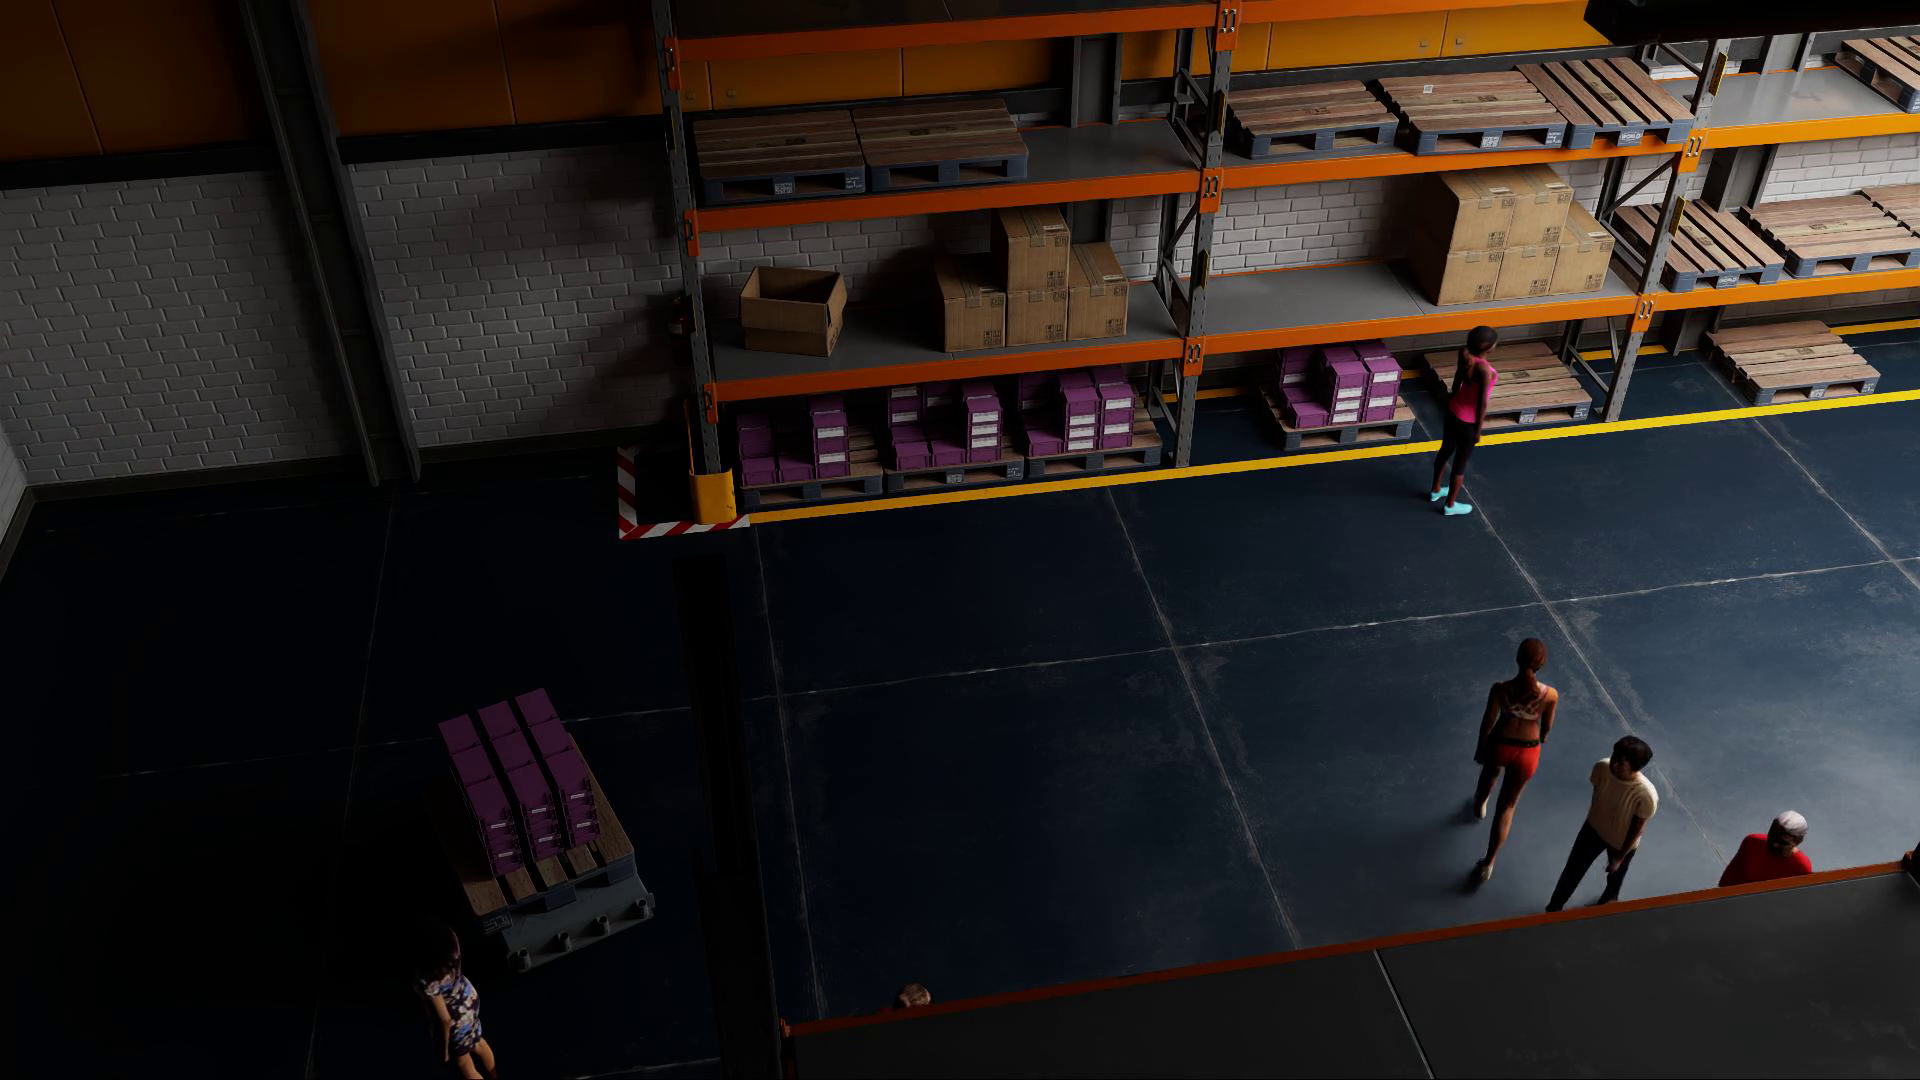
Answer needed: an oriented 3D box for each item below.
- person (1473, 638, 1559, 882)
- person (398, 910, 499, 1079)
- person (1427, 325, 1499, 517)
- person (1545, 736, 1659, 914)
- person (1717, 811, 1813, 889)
[{"bbox_3d":[3.476,1.401,10.470,1.117,1.754,1.006,12,40,15],"label":"person"},{"bbox_3d":[-2.741,2.582,9.007,0.578,1.736,0.629,0,39,0],"label":"person"},{"bbox_3d":[4.082,-0.987,13.486,0.574,1.722,0.580,-11,40,-13],"label":"person"},{"bbox_3d":[4.027,1.774,10.169,1.103,1.547,0.905,-27,46,-30],"label":"person"},{"bbox_3d":[4.643,2.114,9.640,0.797,1.677,0.748,-31,48,-33],"label":"person"}]
